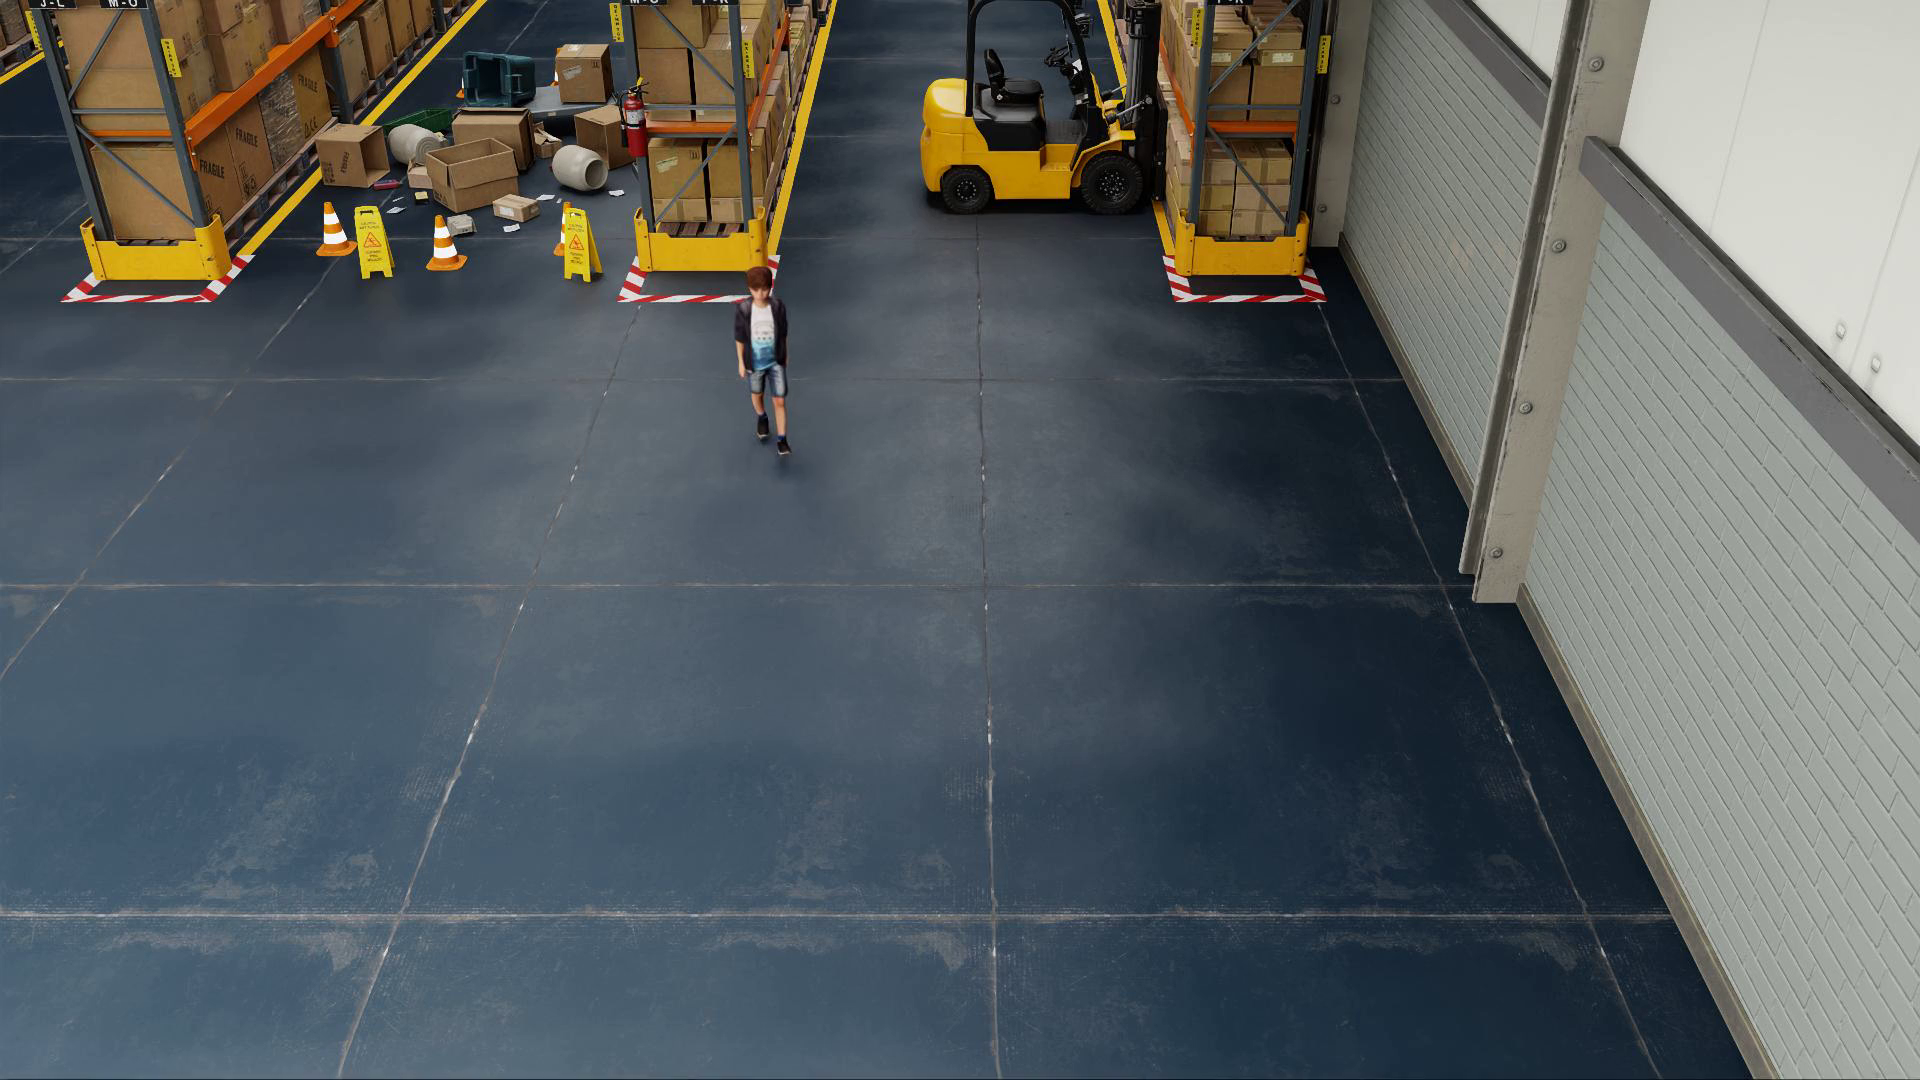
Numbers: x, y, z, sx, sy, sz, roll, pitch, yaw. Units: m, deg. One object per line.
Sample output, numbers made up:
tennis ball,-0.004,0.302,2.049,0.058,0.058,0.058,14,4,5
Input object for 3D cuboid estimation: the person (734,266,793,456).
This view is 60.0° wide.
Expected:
person,-1.447,-1.355,12.233,0.666,1.409,0.981,-6,33,-10
